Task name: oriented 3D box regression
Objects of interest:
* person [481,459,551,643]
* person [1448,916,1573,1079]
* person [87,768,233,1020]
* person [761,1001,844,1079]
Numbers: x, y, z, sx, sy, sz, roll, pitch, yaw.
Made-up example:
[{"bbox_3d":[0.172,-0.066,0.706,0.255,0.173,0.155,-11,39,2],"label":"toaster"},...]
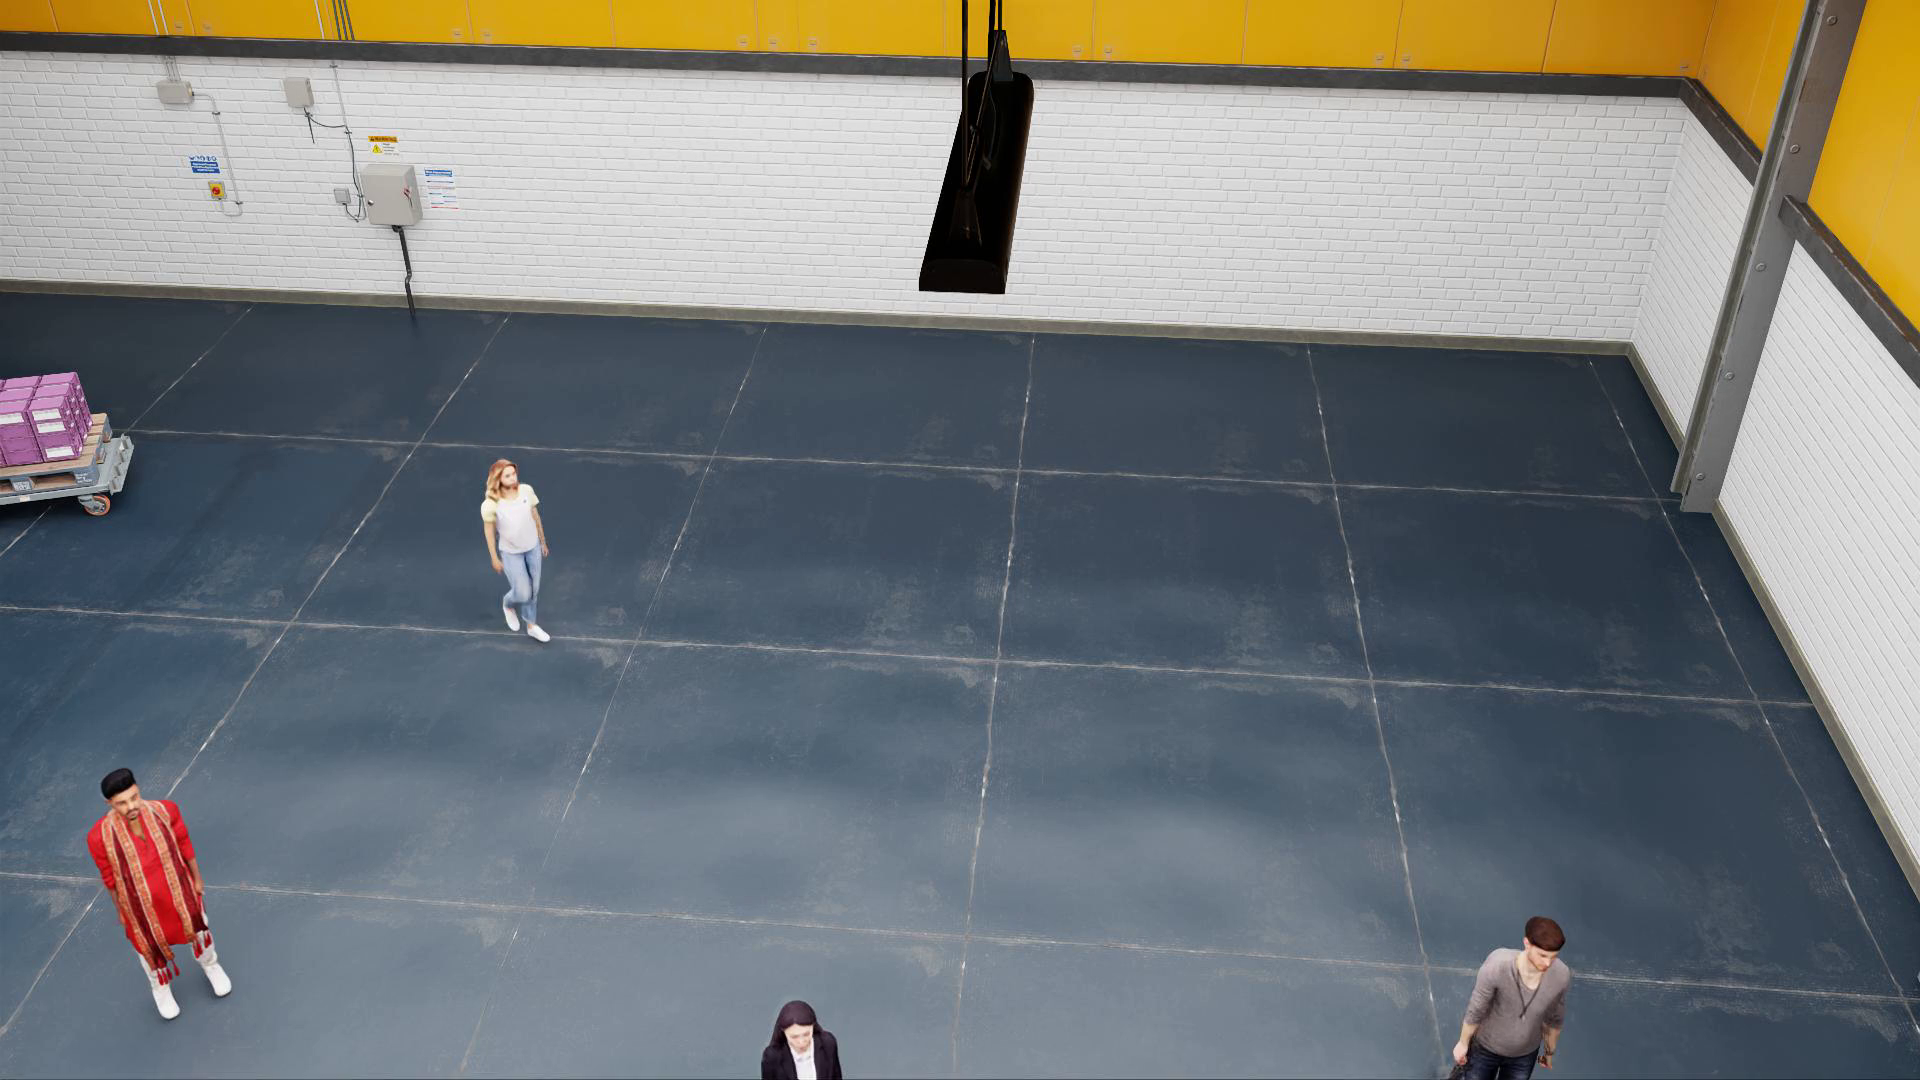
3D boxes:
[{"bbox_3d":[-3.600,0.064,13.368,0.859,1.712,0.801,25,41,32],"label":"person"},{"bbox_3d":[2.996,2.715,9.220,0.709,1.890,0.832,2,34,3],"label":"person"},{"bbox_3d":[-4.926,2.109,10.144,0.774,1.876,0.813,-21,39,-28],"label":"person"},{"bbox_3d":[-0.828,3.058,8.841,0.710,1.738,0.698,-13,36,-19],"label":"person"}]
